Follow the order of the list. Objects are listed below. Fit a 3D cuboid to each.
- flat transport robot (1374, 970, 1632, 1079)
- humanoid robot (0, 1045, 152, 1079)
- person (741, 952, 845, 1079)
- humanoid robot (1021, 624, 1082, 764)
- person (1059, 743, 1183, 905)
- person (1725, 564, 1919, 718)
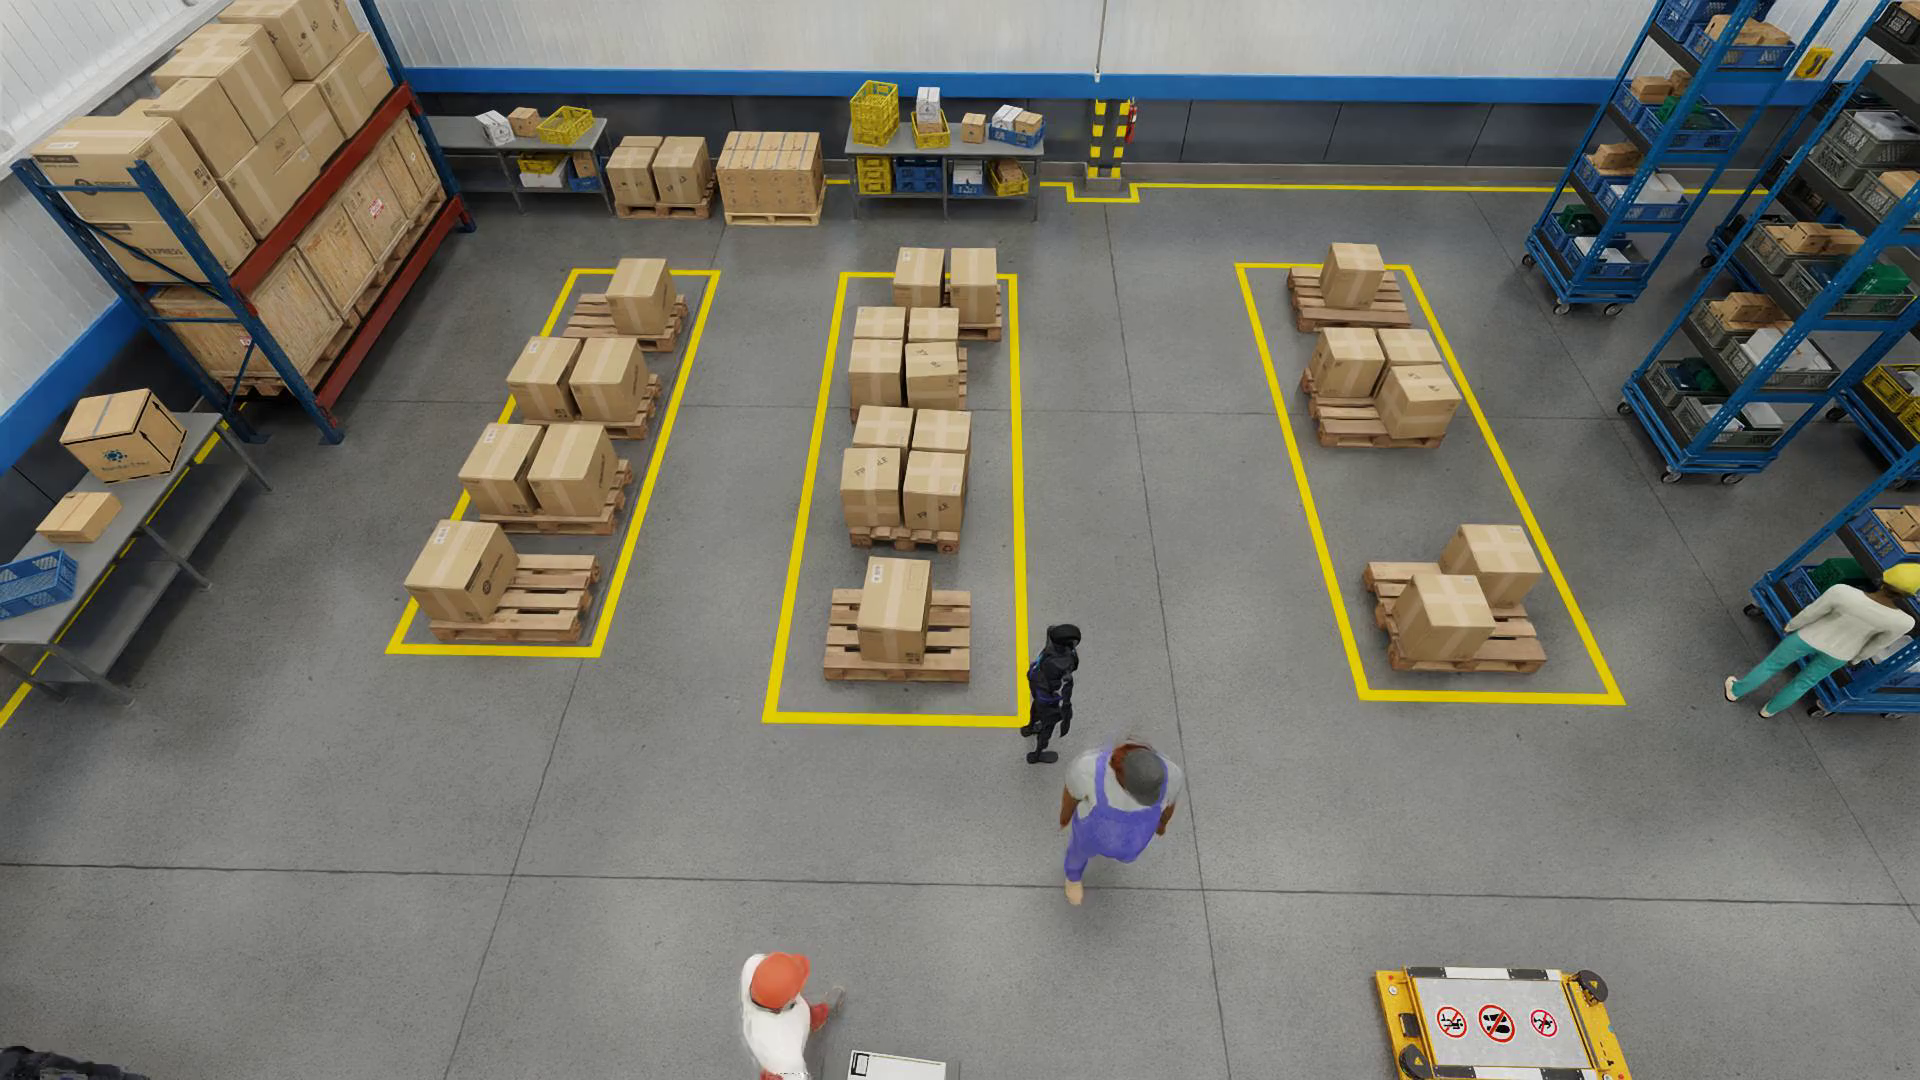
[{"bbox_3d":[3.501,3.133,5.914,1.431,0.197,0.652,1,51,1],"label":"flat transport robot"},{"bbox_3d":[-4.939,3.134,5.054,0.651,1.630,0.569,-9,51,-7],"label":"humanoid robot"},{"bbox_3d":[-0.960,2.771,5.150,0.687,1.952,0.674,-19,53,-15],"label":"person"},{"bbox_3d":[0.674,1.100,6.680,0.357,1.650,0.562,-10,52,-8],"label":"humanoid robot"},{"bbox_3d":[0.998,1.733,5.931,0.722,2.000,0.712,1,51,1],"label":"person"},{"bbox_3d":[6.504,0.766,6.895,0.523,1.769,0.306,35,59,25],"label":"person"}]
